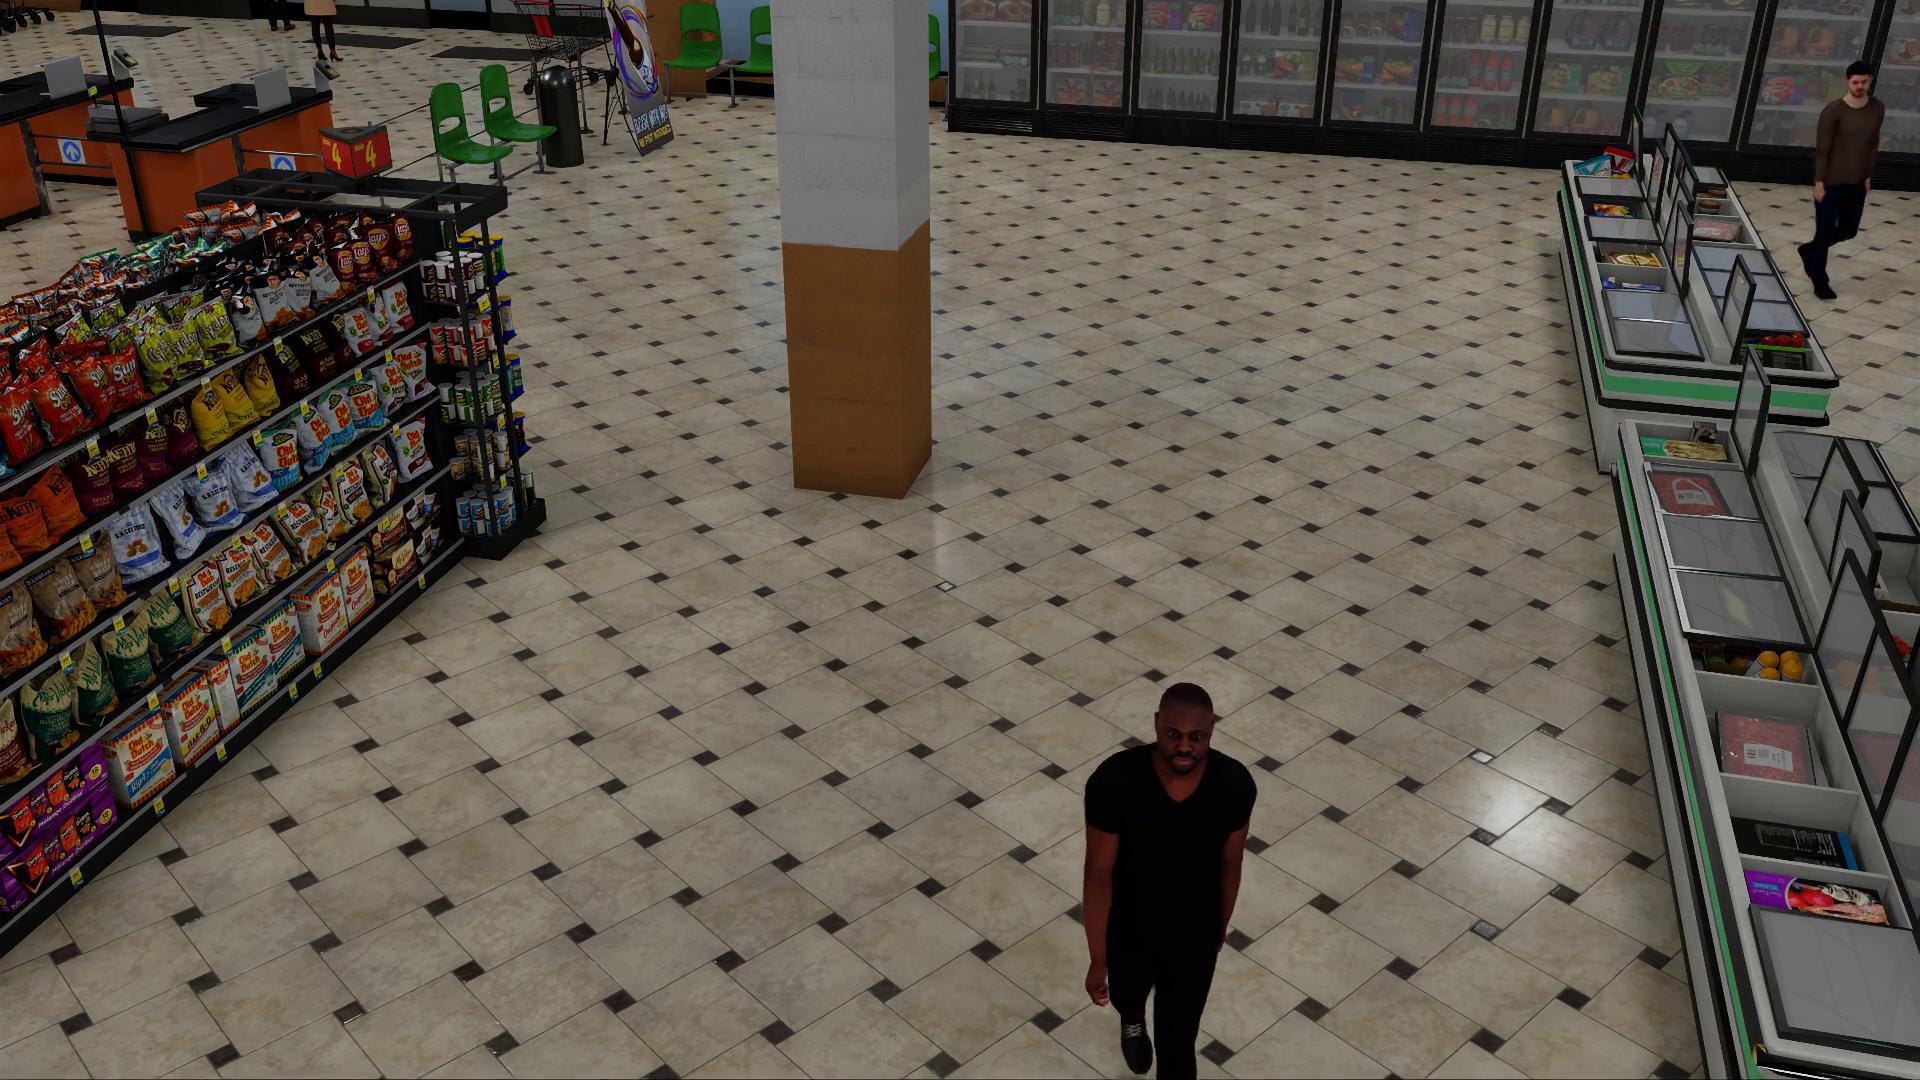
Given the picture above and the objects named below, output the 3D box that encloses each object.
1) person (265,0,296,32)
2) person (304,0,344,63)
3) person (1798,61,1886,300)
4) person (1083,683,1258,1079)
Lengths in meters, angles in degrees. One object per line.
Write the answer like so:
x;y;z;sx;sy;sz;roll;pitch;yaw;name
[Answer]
-9.919;-8.220;23.898;0.708;1.725;0.677;-4;27;-9;person
-8.431;-7.147;21.830;0.622;1.682;0.502;7;28;13;person
6.929;-2.860;13.177;0.864;1.863;0.976;-4;27;-8;person
0.620;1.189;5.280;0.812;1.782;1.229;2;27;4;person
